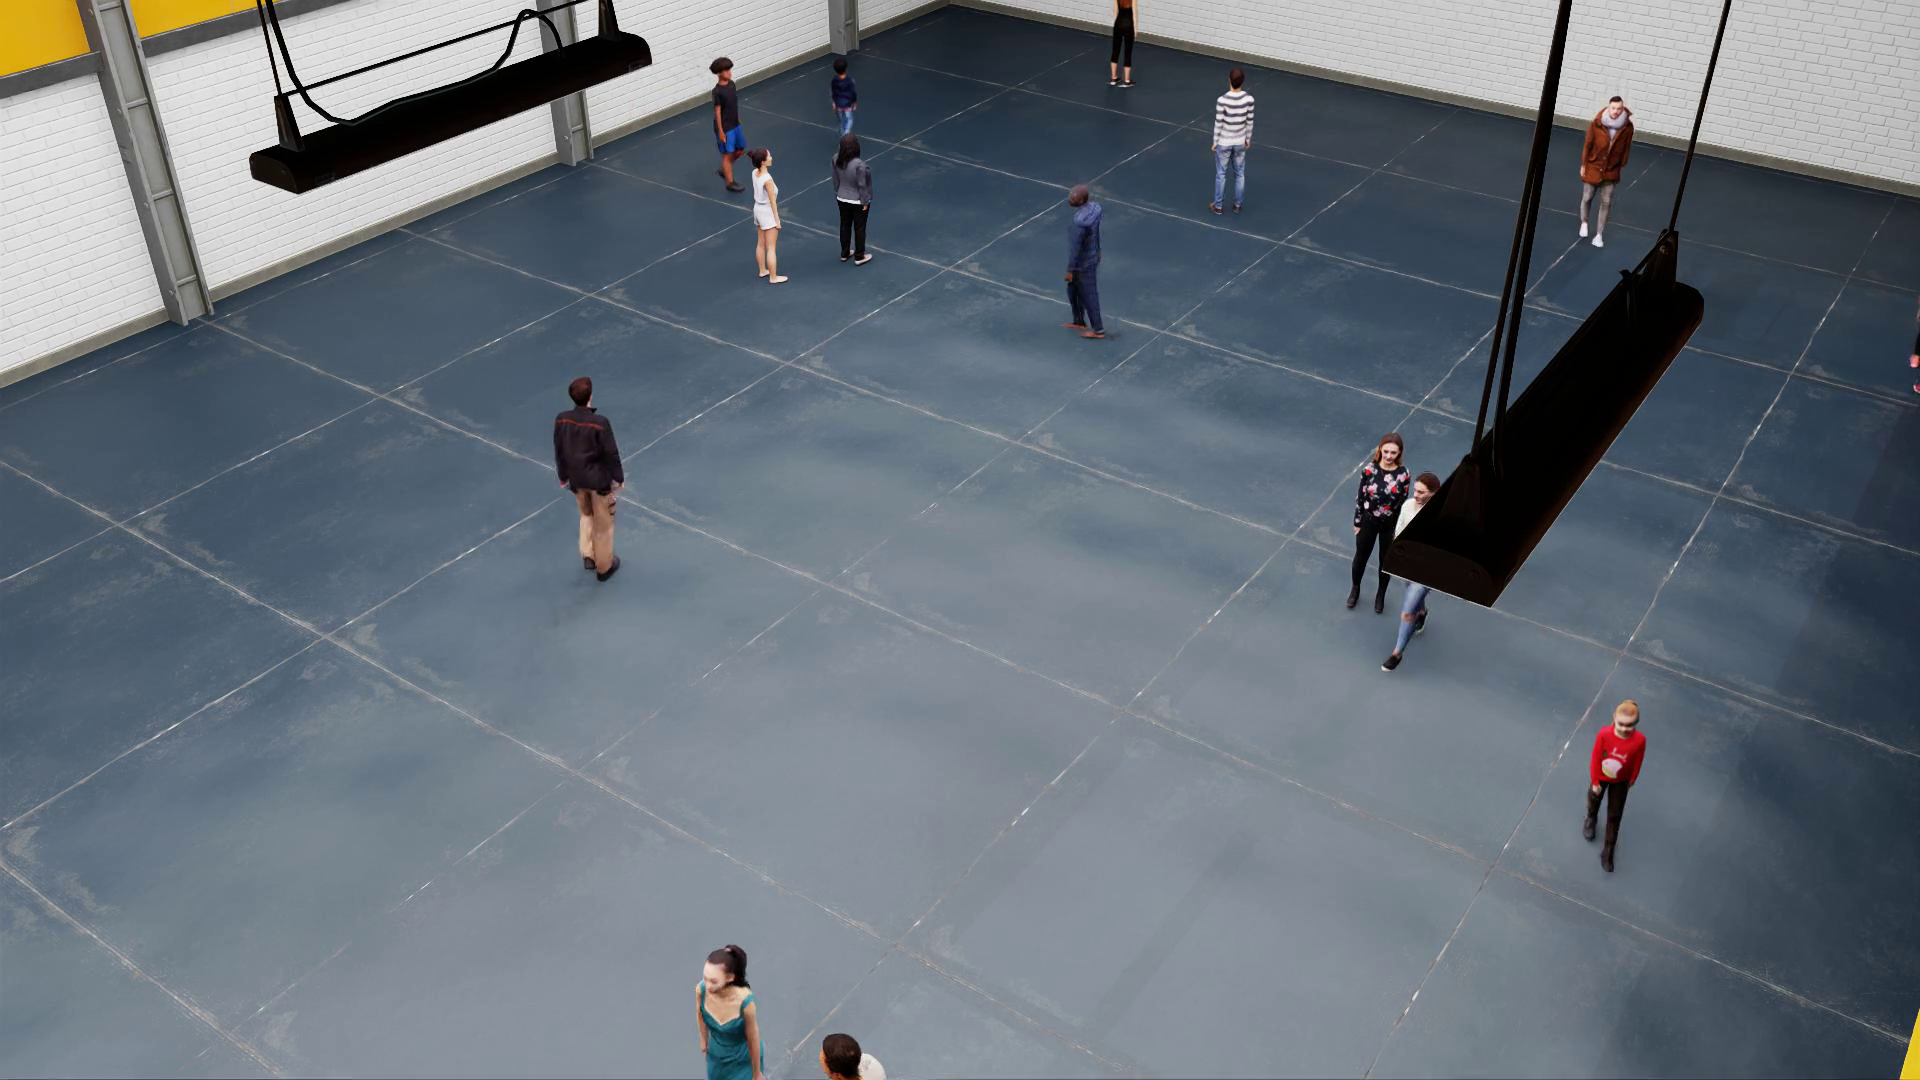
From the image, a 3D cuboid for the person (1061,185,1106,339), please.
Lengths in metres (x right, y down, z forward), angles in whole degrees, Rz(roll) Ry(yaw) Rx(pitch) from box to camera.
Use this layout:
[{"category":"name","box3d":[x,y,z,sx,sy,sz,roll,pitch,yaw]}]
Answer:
[{"category":"person","box3d":[1.399,-3.000,18.011,0.859,1.788,0.785,18,37,24]}]

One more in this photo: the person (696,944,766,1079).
[{"category":"person","box3d":[-1.213,2.837,9.333,0.659,1.673,0.728,13,36,18]}]

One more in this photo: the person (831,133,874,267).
[{"category":"person","box3d":[-1.278,-4.064,19.786,0.649,1.595,0.634,22,39,29]}]

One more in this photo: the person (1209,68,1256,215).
[{"category":"person","box3d":[3.438,-5.040,21.019,0.713,1.855,0.761,-4,34,-6]}]

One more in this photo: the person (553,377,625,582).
[{"category":"person","box3d":[-3.163,-0.460,14.073,0.825,1.916,0.812,7,34,10]}]

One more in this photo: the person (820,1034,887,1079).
[{"category":"person","box3d":[-0.401,3.226,8.649,1.024,1.783,0.979,0,34,0]}]

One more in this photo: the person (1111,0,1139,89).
[{"category":"person","box3d":[2.486,-7.772,25.246,0.564,1.726,0.515,23,40,31]}]

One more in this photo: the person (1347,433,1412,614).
[{"category":"person","box3d":[3.498,-0.115,13.862,0.629,1.576,0.619,8,35,12]}]

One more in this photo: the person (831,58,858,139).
[{"category":"person","box3d":[-1.635,-6.098,23.186,0.591,1.218,0.587,7,34,11]}]

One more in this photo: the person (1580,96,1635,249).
[{"category":"person","box3d":[7.832,-4.546,20.322,0.927,1.805,1.075,7,34,10]}]

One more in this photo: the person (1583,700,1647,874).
[{"category":"person","box3d":[4.524,1.600,11.570,0.637,1.257,0.895,10,35,14]}]

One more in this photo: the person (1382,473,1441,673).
[{"category":"person","box3d":[3.699,0.180,13.353,0.695,1.648,1.128,23,40,30]}]

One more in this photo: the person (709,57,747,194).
[{"category":"person","box3d":[-3.094,-5.408,21.631,0.721,1.792,0.668,16,37,23]}]

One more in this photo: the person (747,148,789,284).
[{"category":"person","box3d":[-2.262,-3.787,19.361,0.640,1.605,0.629,-23,40,-30]}]
